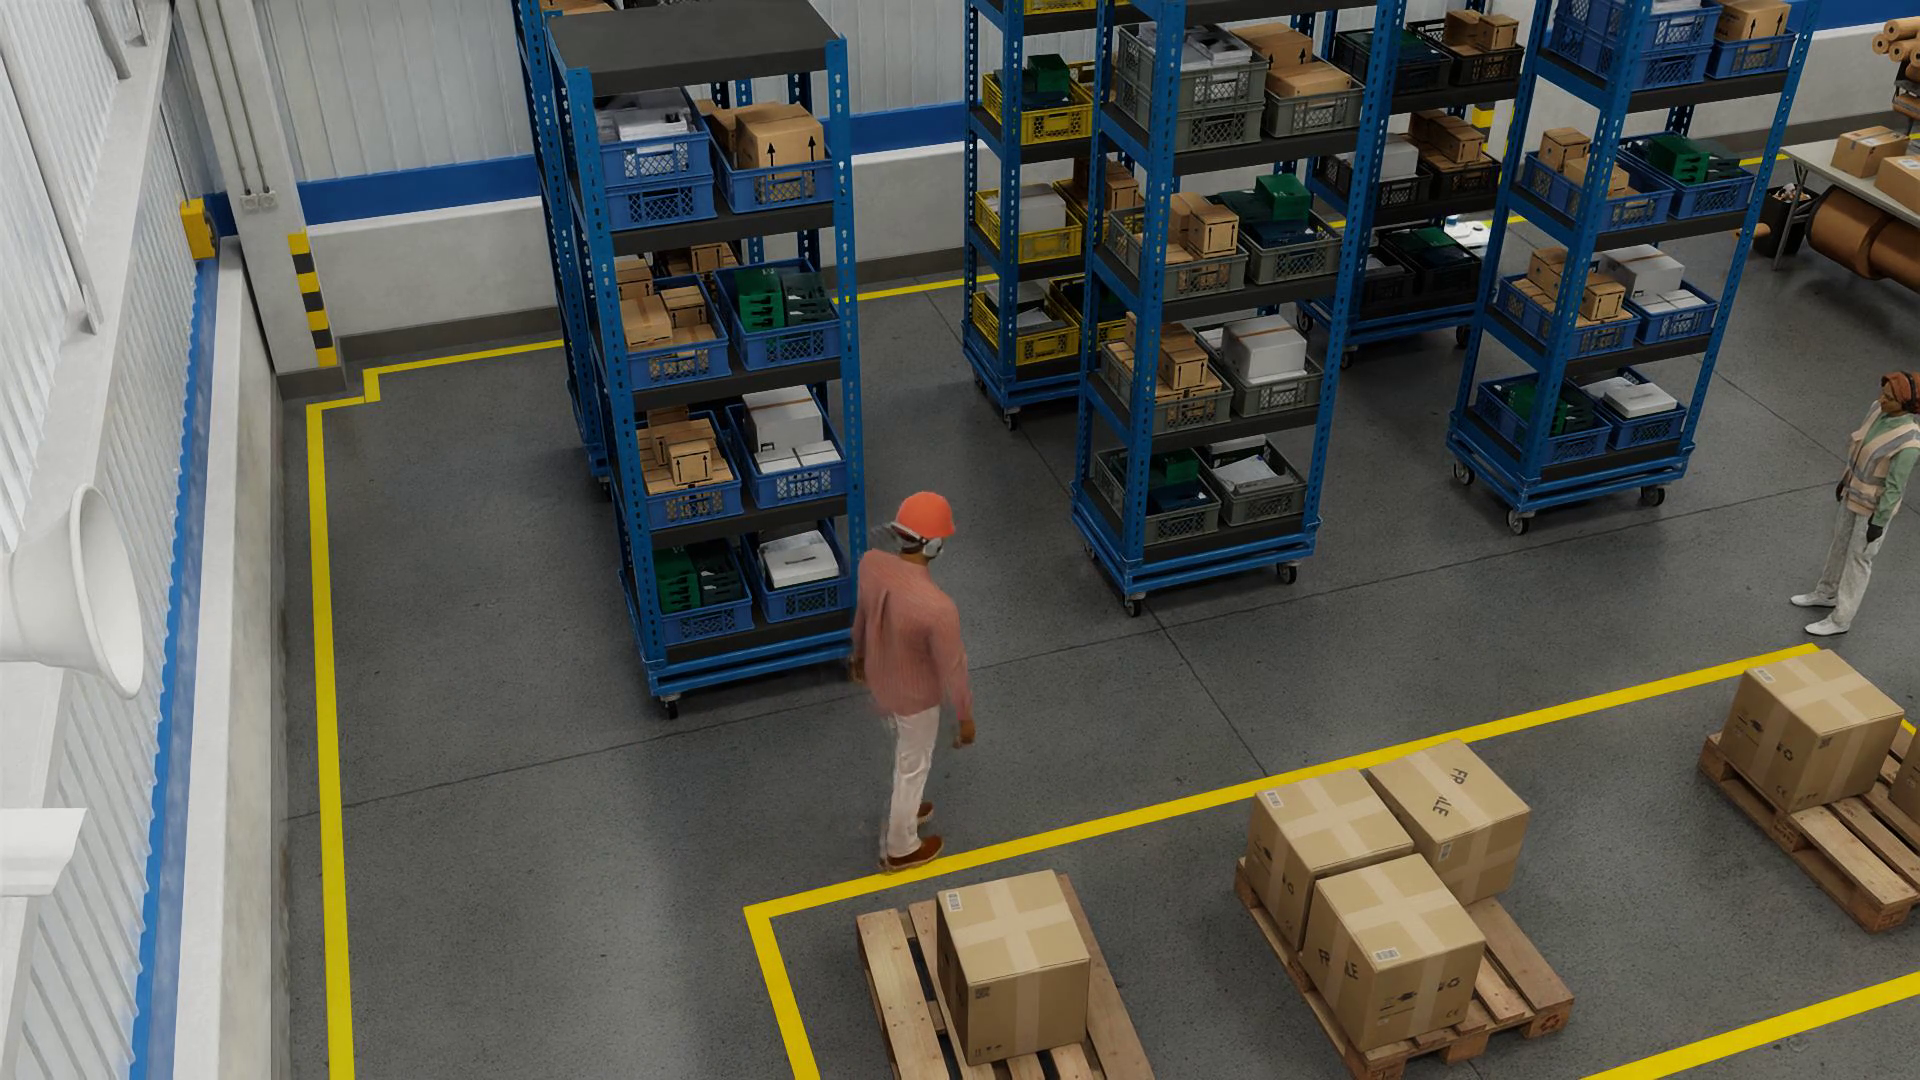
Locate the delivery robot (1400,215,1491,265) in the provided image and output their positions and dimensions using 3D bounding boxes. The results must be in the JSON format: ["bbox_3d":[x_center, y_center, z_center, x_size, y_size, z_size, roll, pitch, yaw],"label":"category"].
[{"bbox_3d":[3.794,-2.307,12.980,0.707,0.478,0.477,-9,36,-12],"label":"delivery robot"}]

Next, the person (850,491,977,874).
[{"bbox_3d":[-0.235,0.664,7.641,0.562,1.948,0.748,-26,43,-32],"label":"person"}]

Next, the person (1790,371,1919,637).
[{"bbox_3d":[4.988,-0.205,9.150,0.313,1.634,0.514,3,35,4],"label":"person"}]
